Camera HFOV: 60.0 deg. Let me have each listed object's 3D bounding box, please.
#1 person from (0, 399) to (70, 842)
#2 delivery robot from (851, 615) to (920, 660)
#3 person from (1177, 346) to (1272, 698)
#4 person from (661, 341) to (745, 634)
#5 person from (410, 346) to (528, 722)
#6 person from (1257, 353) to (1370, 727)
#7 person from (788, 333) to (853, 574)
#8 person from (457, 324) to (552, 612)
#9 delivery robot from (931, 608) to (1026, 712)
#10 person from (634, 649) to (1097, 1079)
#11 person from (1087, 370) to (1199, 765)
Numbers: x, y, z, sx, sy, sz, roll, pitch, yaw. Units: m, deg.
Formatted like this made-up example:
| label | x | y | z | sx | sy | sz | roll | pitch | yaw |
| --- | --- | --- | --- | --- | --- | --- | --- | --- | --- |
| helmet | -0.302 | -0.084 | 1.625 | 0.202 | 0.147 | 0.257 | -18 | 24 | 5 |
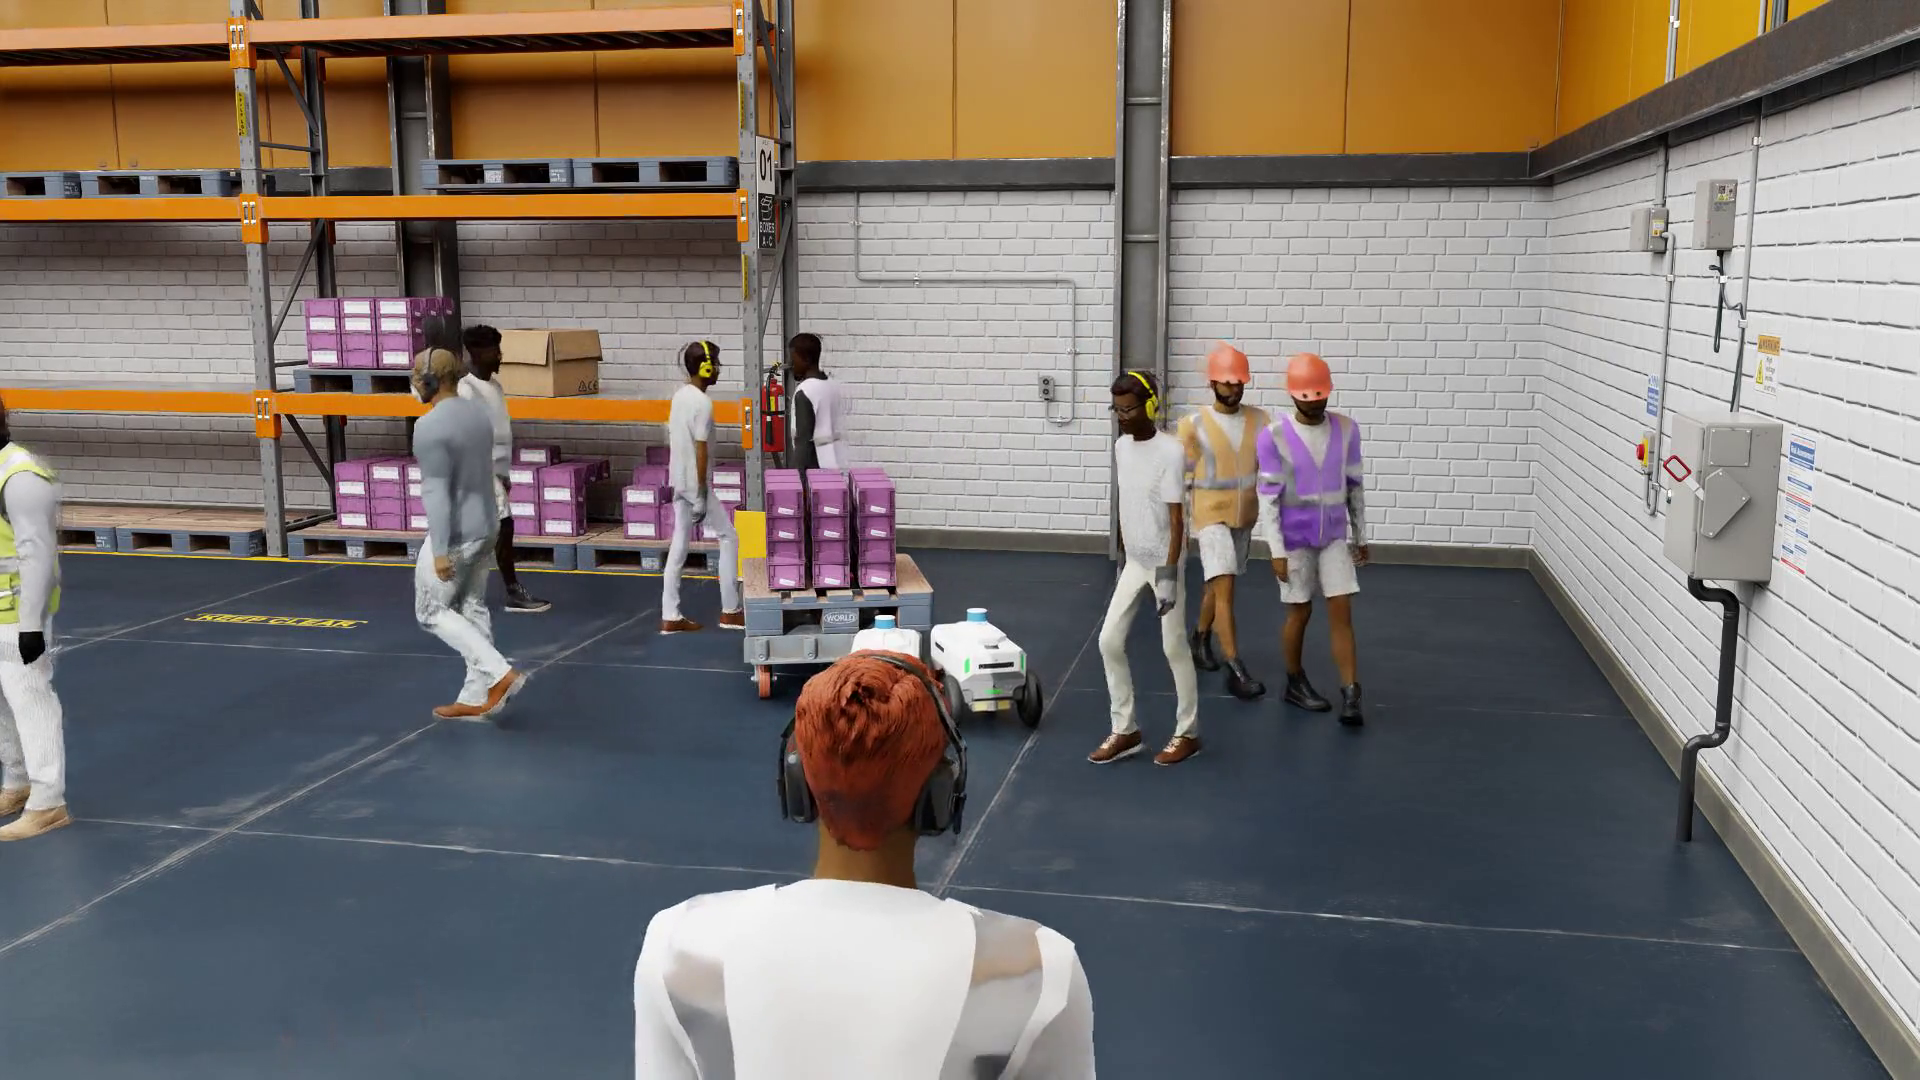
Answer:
| label | x | y | z | sx | sy | sz | roll | pitch | yaw |
| --- | --- | --- | --- | --- | --- | --- | --- | --- | --- |
| person | -3.912 | 0.298 | 6.792 | 0.650 | 1.834 | 0.432 | 7 | 12 | 35 |
| delivery robot | -0.376 | 0.621 | 8.352 | 0.477 | 0.478 | 0.707 | 0 | 9 | 0 |
| person | 1.465 | -0.124 | 9.169 | 0.555 | 1.880 | 1.029 | -3 | 10 | -20 |
| person | -1.584 | -0.328 | 10.511 | 0.798 | 1.839 | 0.517 | -7 | 12 | -37 |
| person | -2.466 | -0.005 | 8.297 | 0.504 | 1.919 | 0.651 | 2 | 10 | 11 |
| person | 1.810 | 0.007 | 8.344 | 0.643 | 1.879 | 0.842 | -2 | 10 | -10 |
| person | -0.933 | -0.465 | 11.241 | 0.955 | 1.876 | 0.589 | 3 | 10 | 15 |
| person | -3.245 | -0.478 | 11.114 | 0.928 | 1.937 | 0.614 | 1 | 9 | 6 |
| delivery robot | 0.086 | 0.593 | 8.521 | 0.477 | 0.478 | 0.707 | -2 | 10 | -15 |
| person | -0.092 | 1.040 | 2.237 | 0.615 | 1.835 | 0.950 | 2 | 10 | 10 |
| person | 0.857 | 0.146 | 7.640 | 0.676 | 1.837 | 0.600 | -7 | 12 | -37 |
